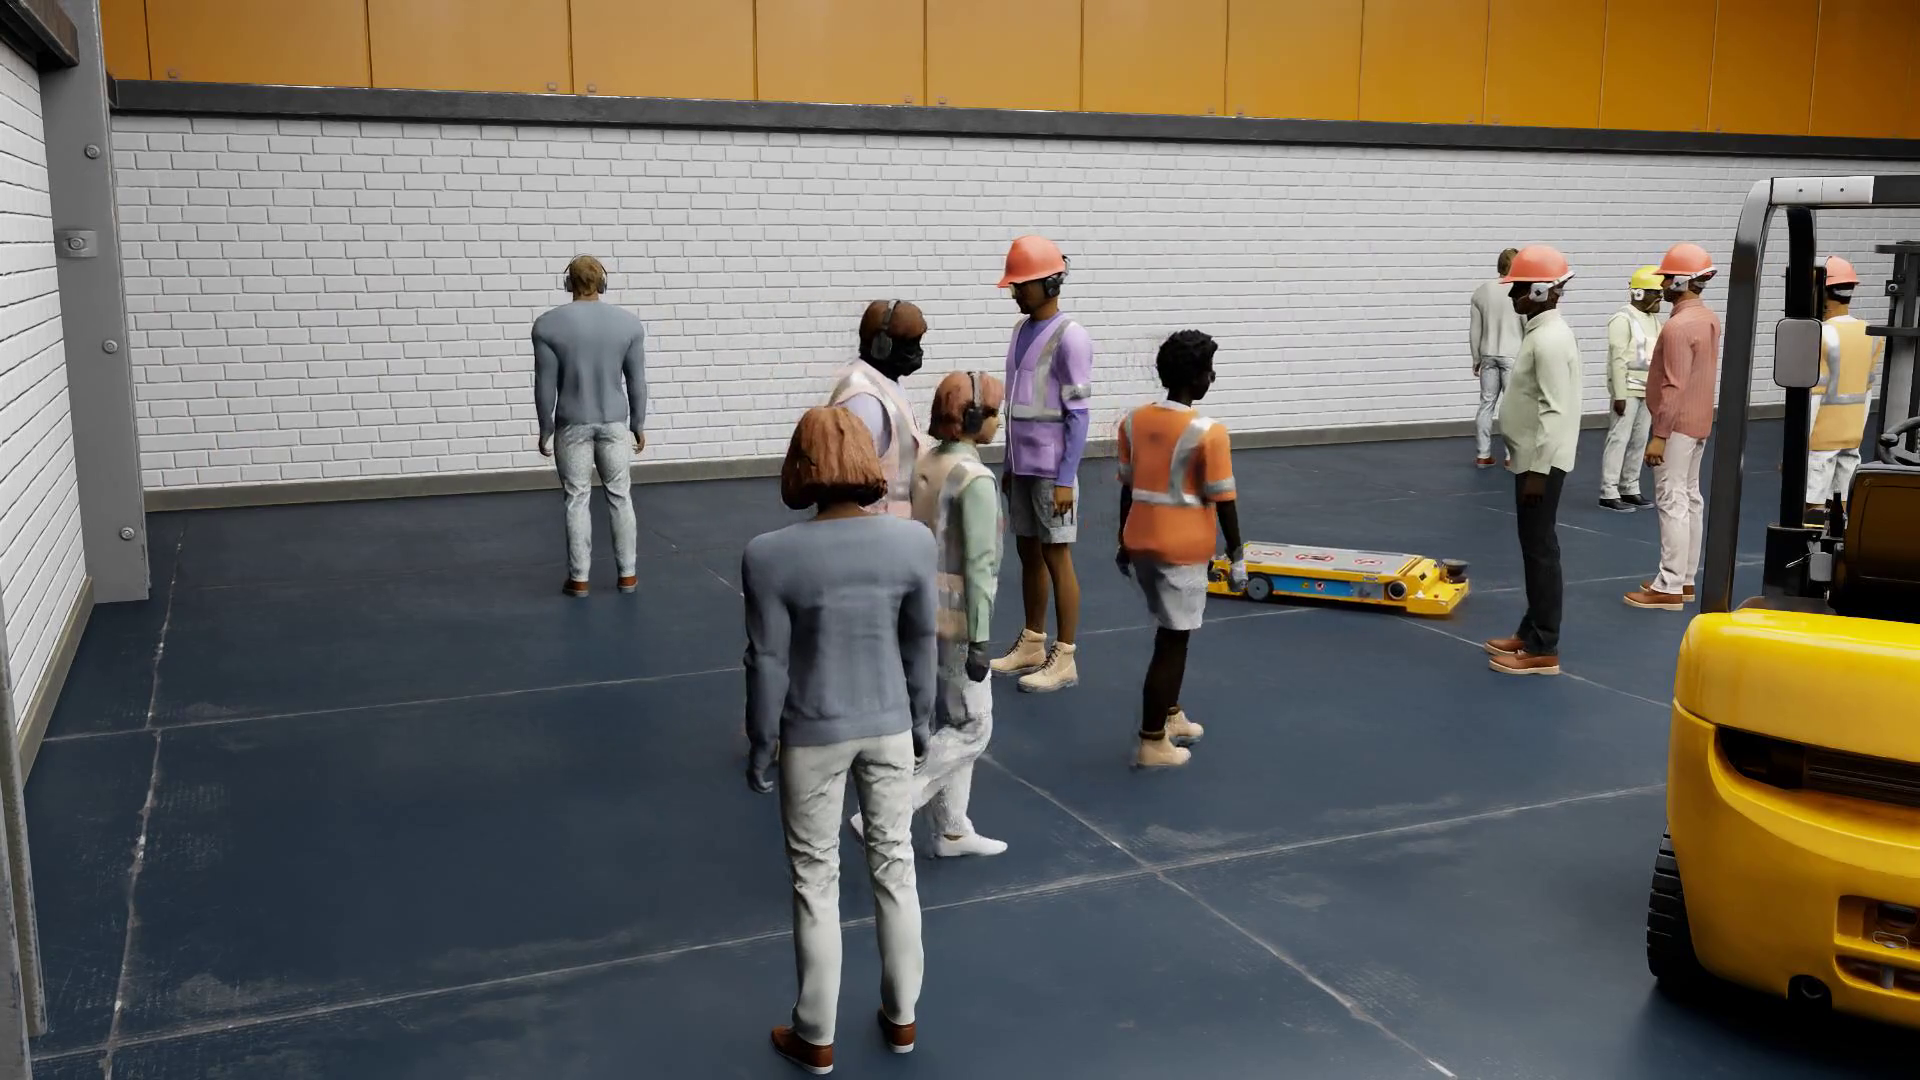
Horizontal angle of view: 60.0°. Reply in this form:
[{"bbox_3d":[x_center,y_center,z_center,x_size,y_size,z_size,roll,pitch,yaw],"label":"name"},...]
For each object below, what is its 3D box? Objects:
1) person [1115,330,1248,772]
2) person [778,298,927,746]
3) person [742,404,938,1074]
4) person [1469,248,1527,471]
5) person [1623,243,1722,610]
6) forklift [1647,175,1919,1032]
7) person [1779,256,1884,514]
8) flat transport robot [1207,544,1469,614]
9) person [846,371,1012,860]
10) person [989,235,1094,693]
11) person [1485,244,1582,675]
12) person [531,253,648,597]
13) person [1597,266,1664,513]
[{"bbox_3d":[0.890,0.041,6.356,0.604,1.674,0.560,-7,12,-34],"label":"person"},{"bbox_3d":[-0.403,0.004,6.228,0.766,1.810,0.637,0,10,0],"label":"person"},{"bbox_3d":[-0.287,0.486,4.049,0.497,1.632,0.289,-5,11,-25],"label":"person"},{"bbox_3d":[4.767,-1.580,14.592,0.379,1.940,0.629,-10,14,-43],"label":"person"},{"bbox_3d":[3.924,-0.613,9.109,0.377,1.995,0.608,8,13,39],"label":"person"},{"bbox_3d":[2.810,0.094,4.662,1.214,2.155,2.313,7,12,34],"label":"forklift"},{"bbox_3d":[4.574,-0.529,8.831,0.542,1.928,0.374,-5,11,-26],"label":"person"},{"bbox_3d":[2.085,0.198,9.391,1.431,0.197,0.652,5,11,26],"label":"flat transport robot"},{"bbox_3d":[-0.087,0.277,5.230,0.514,1.618,0.551,-4,11,-23],"label":"person"},{"bbox_3d":[0.345,-0.336,7.468,0.383,2.036,0.605,-5,12,-27],"label":"person"},{"bbox_3d":[2.672,-0.370,7.768,0.397,1.992,0.622,3,11,16],"label":"person"},{"bbox_3d":[-2.086,-0.644,9.432,0.635,1.937,0.352,-4,11,-22],"label":"person"},{"bbox_3d":[5.024,-1.117,12.369,0.593,1.822,0.403,-9,13,-39],"label":"person"}]
